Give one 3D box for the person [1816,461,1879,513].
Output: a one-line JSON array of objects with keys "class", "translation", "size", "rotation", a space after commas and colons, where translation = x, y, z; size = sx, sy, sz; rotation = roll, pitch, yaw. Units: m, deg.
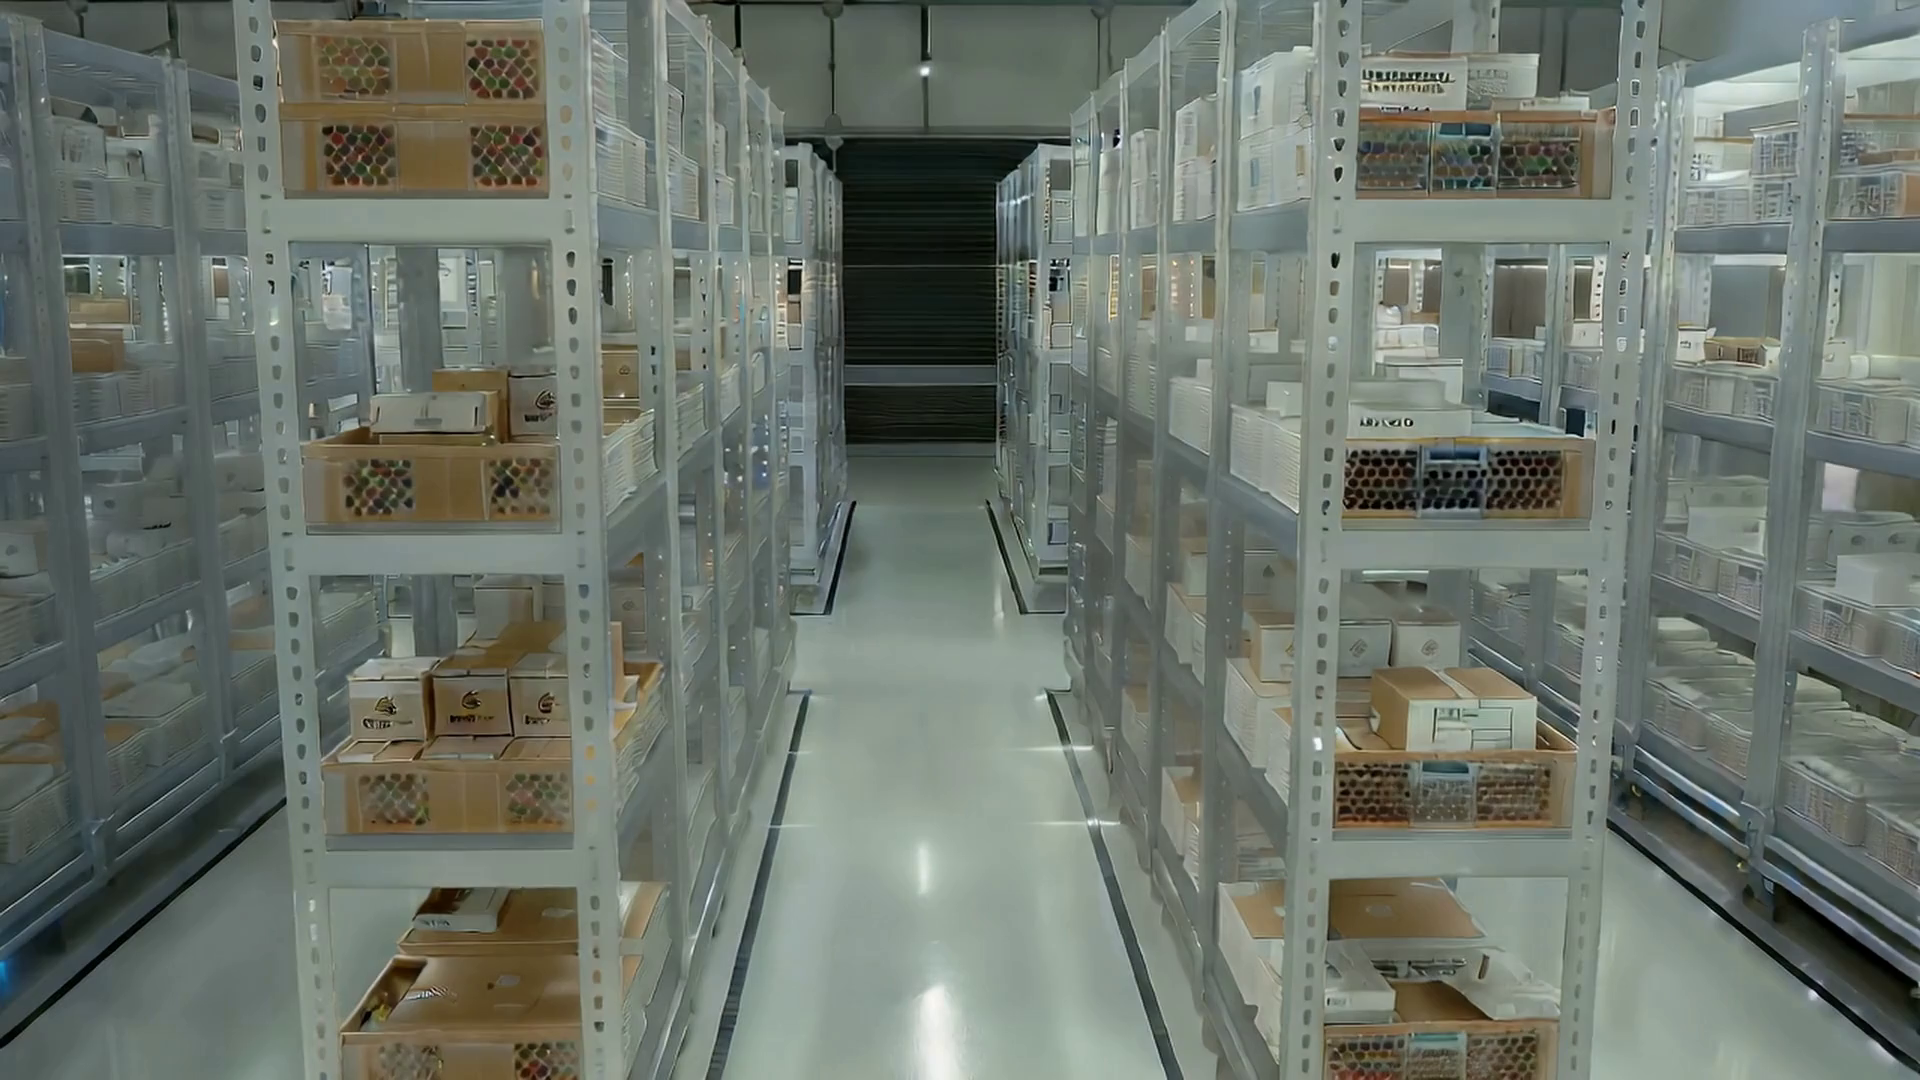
[{"class": "person", "translation": [6.214, -0.156, 11.778], "size": [0.441, 1.830, 0.599], "rotation": [-3, 10, -19]}]
